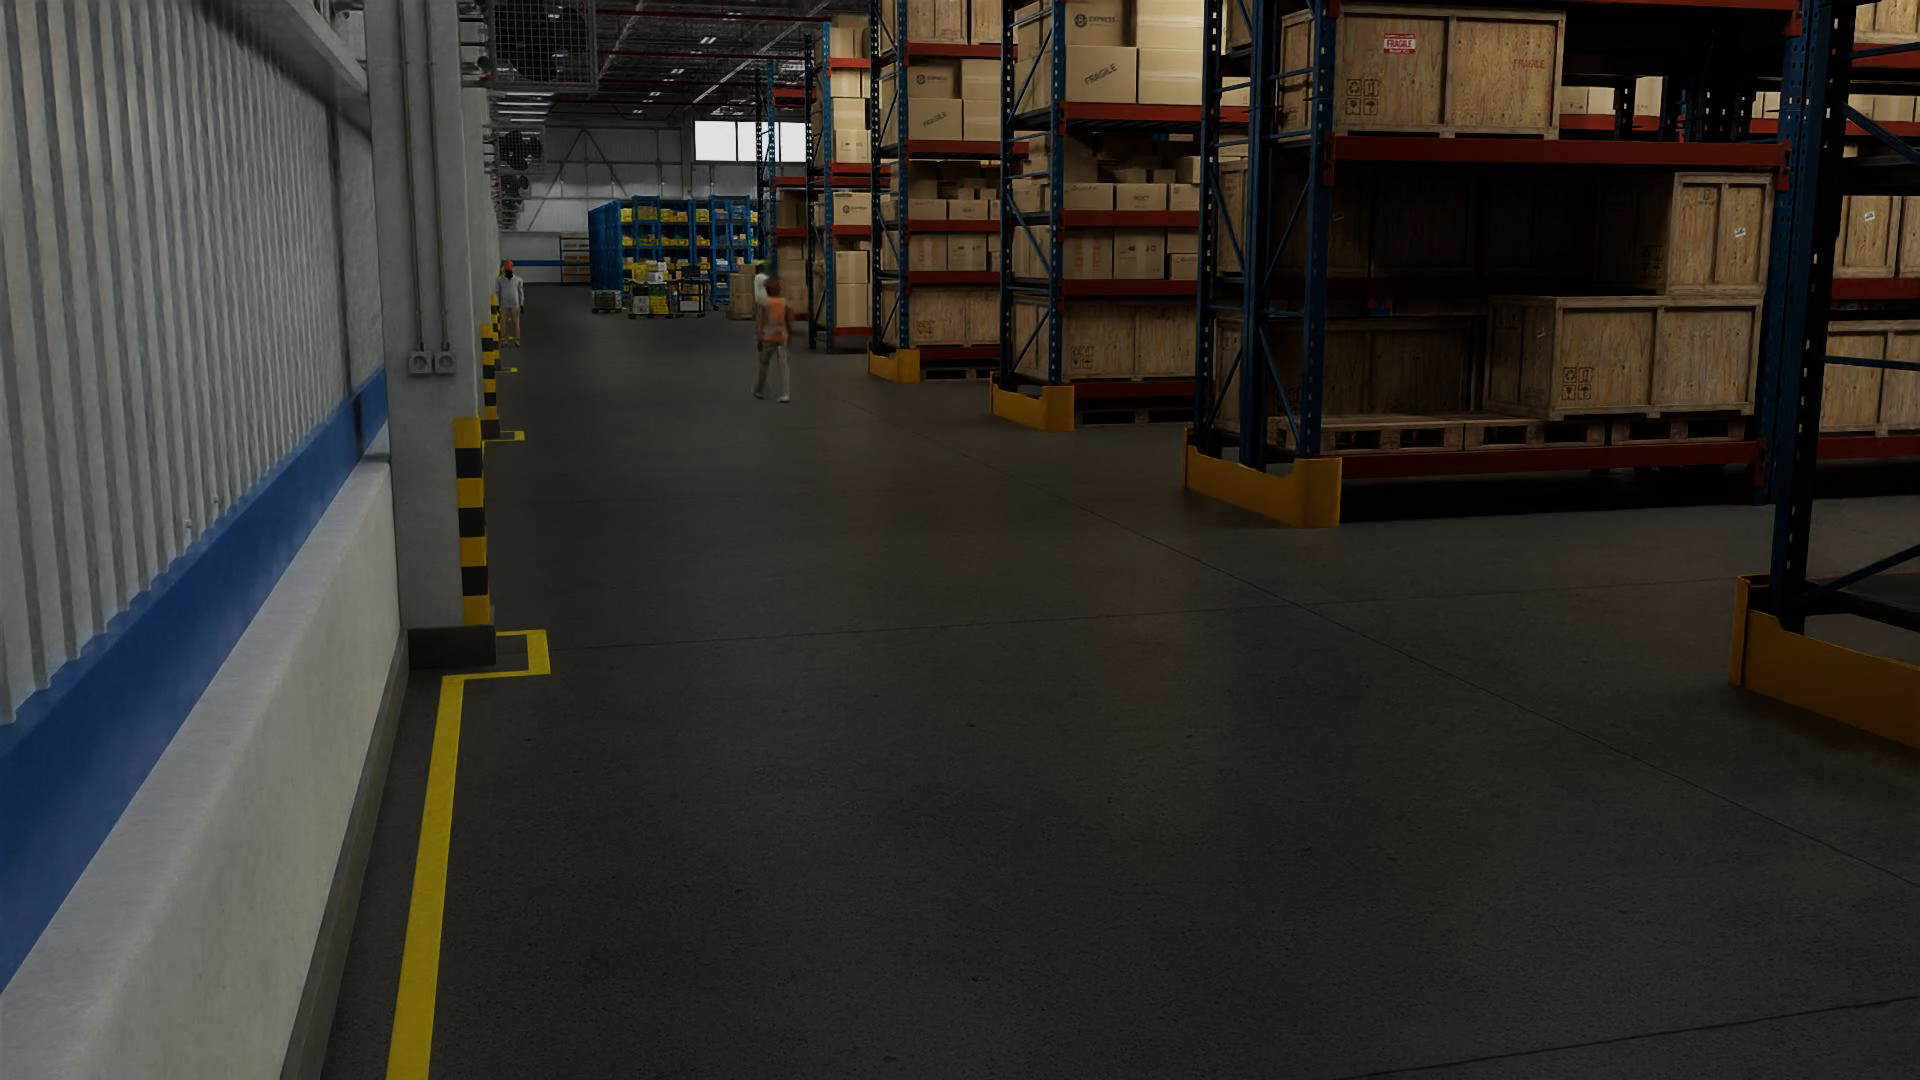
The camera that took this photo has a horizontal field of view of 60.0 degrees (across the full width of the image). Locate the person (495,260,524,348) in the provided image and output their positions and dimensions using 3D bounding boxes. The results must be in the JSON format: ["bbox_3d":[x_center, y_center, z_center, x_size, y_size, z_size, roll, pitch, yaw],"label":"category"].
[{"bbox_3d":[-9.014,-4.722,33.288,0.564,1.755,0.323,-3,10,-17],"label":"person"}]

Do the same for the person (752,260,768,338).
[{"bbox_3d":[-4.352,-5.281,36.550,0.431,1.732,0.548,4,11,21],"label":"person"}]

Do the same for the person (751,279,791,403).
[{"bbox_3d":[-2.455,-2.600,21.707,0.541,1.589,0.871,-6,12,-31],"label":"person"}]
